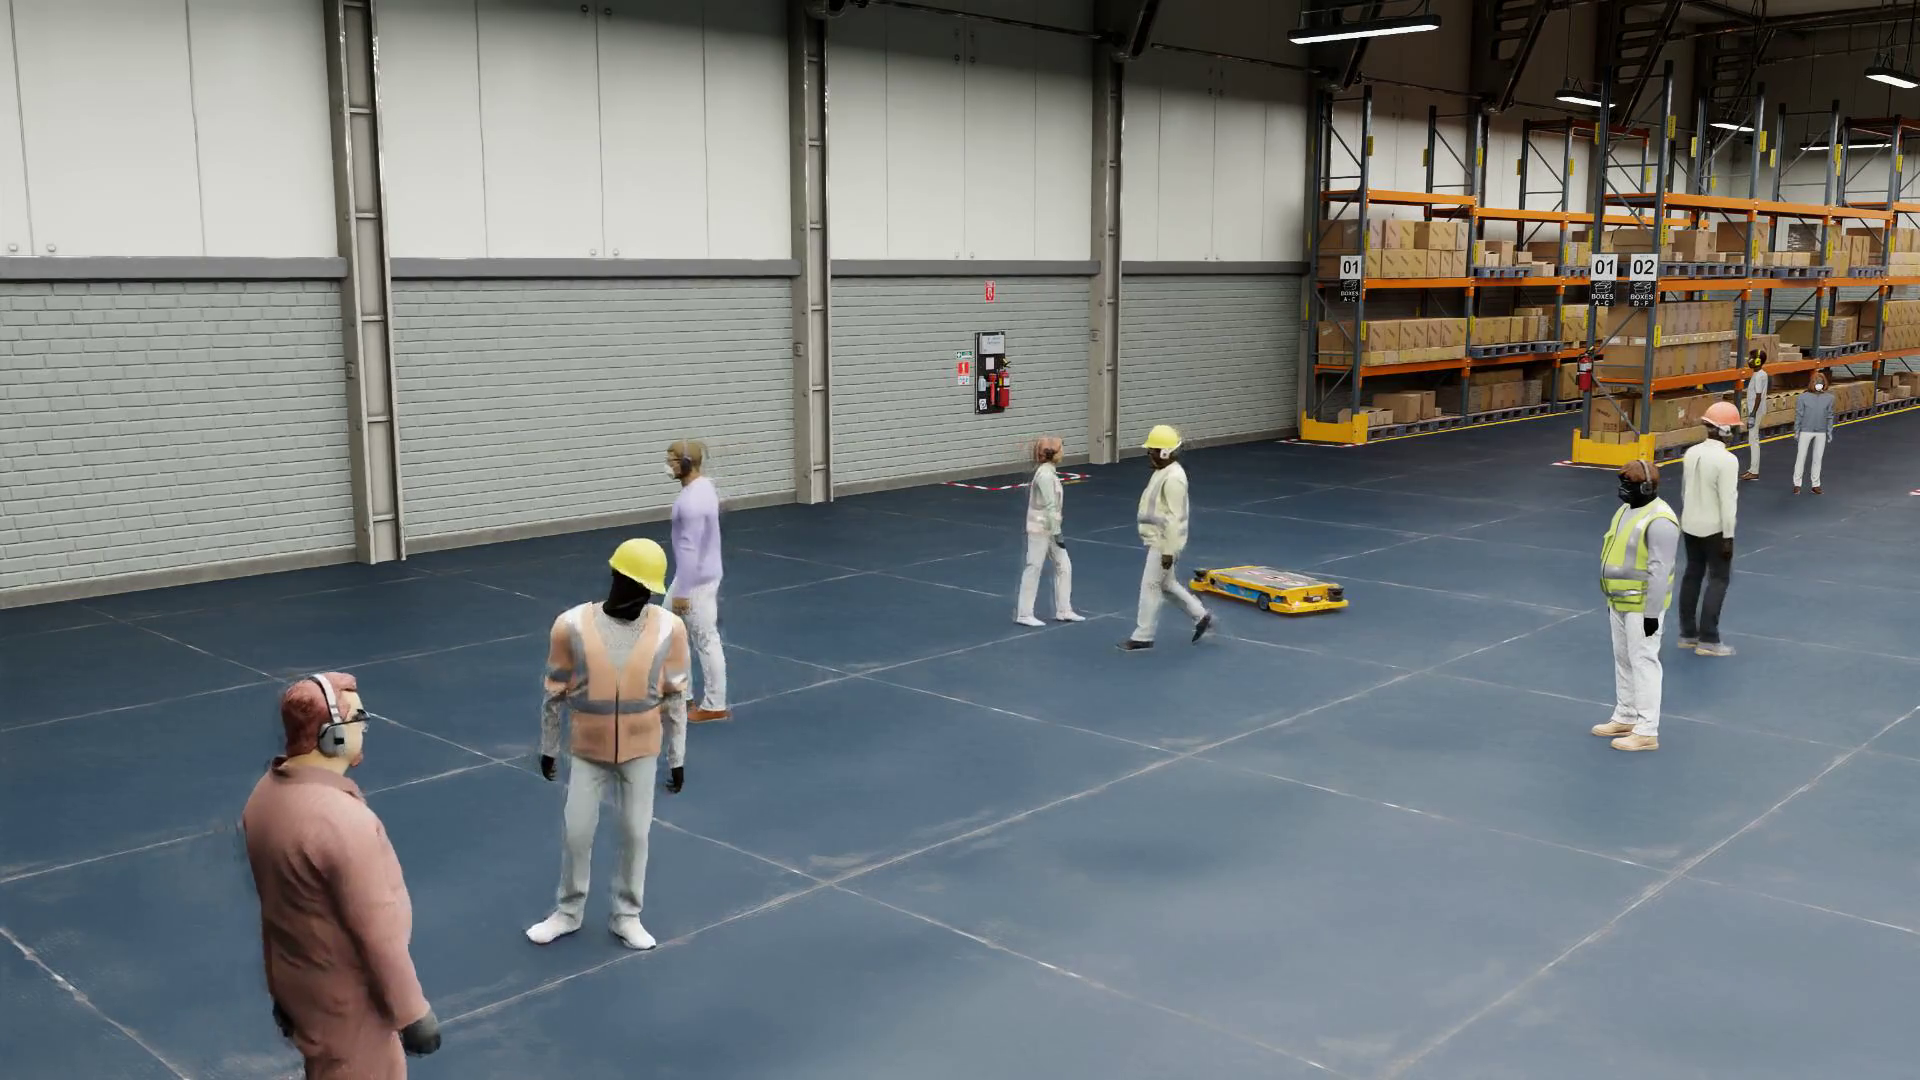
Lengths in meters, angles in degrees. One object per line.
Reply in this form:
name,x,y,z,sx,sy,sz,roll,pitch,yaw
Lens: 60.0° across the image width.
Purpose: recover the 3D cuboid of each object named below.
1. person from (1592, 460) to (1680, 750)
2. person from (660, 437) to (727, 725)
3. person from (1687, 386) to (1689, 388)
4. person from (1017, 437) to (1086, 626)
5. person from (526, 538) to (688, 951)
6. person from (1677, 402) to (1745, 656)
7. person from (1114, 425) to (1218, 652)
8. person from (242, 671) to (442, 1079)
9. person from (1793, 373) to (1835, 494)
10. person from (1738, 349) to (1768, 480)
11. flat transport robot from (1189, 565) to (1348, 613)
person,4.274,0.403,10.537,0.429,1.835,0.630,0,9,-1
person,-1.855,0.286,10.964,0.671,1.920,0.654,-1,9,-8
person,13.179,-2.795,30.625,0.283,1.634,0.498,-8,13,-42
person,0.800,-0.059,14.014,0.695,1.615,0.521,2,10,12
person,-1.543,0.908,7.319,0.703,1.877,0.490,-2,9,-11
person,5.897,-0.094,13.072,0.398,1.992,0.628,-2,10,-12
person,1.644,-0.009,13.116,0.782,1.809,0.611,0,9,2
person,-1.815,1.314,4.867,0.759,1.893,0.648,-7,12,-38
person,11.434,-1.426,22.284,0.500,1.633,0.284,1,9,7
person,11.330,-1.788,23.759,0.328,1.876,0.513,5,10,27
flat transport robot,2.789,0.428,15.122,0.652,0.197,1.431,-5,11,-30
